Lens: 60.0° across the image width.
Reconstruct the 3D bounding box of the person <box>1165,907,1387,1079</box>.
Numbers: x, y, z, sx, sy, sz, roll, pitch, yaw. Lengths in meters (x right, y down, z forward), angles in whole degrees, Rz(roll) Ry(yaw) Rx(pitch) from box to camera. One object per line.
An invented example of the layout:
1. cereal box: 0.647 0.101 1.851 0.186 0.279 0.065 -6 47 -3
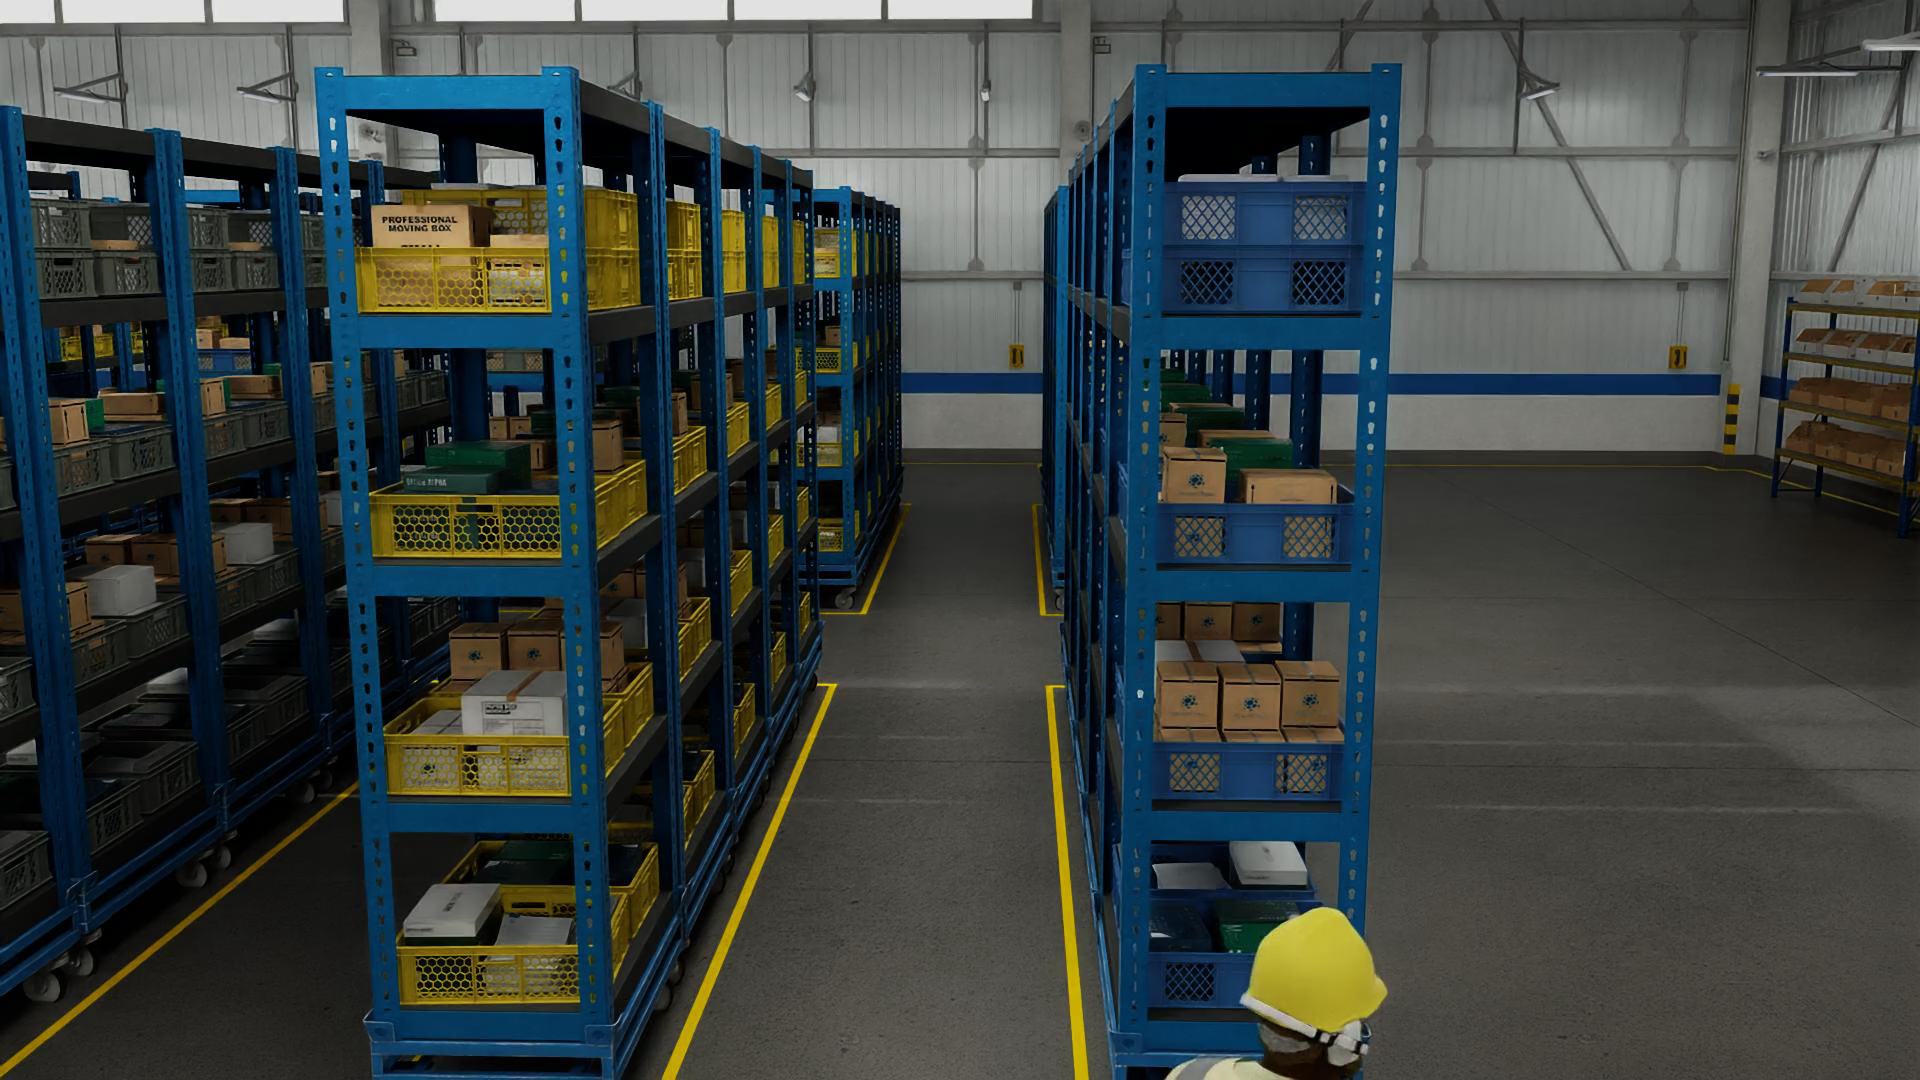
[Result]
1. person: 0.652 1.591 3.181 0.603 1.834 0.403 9 13 42
